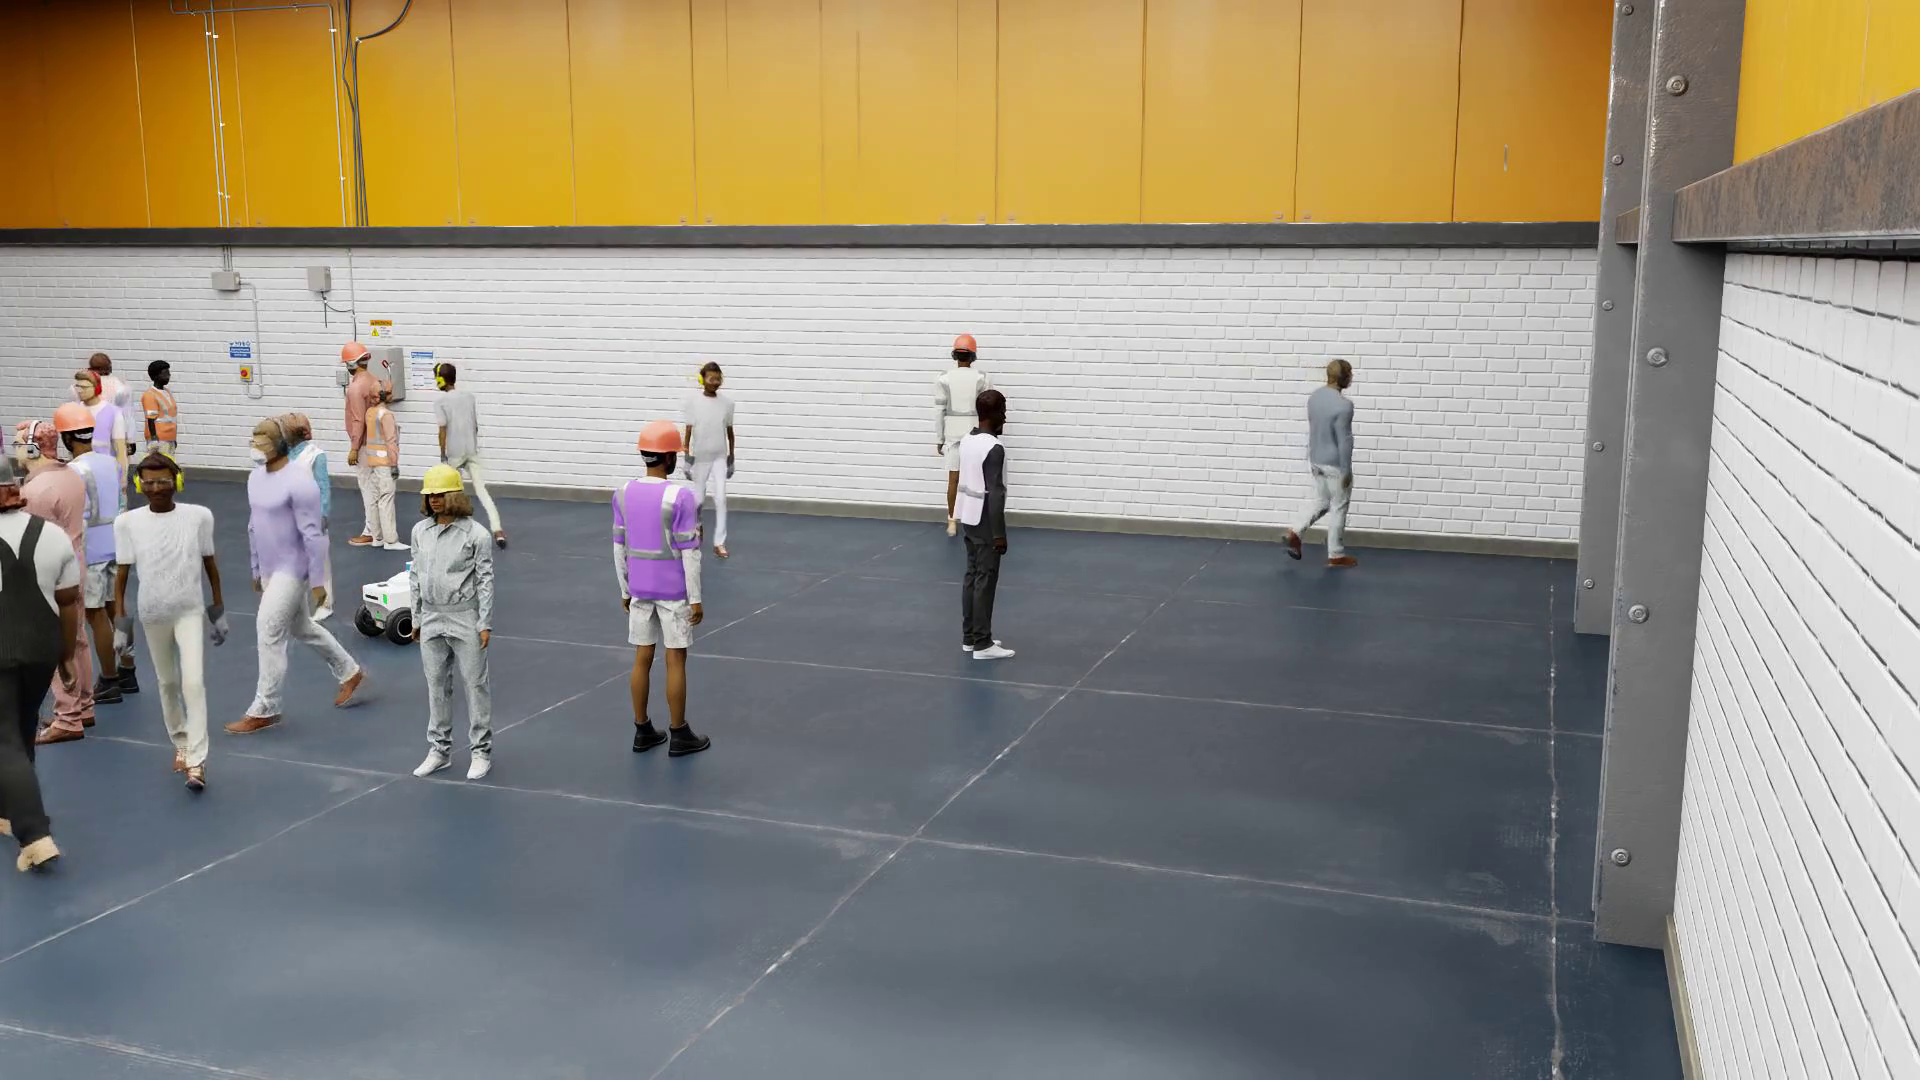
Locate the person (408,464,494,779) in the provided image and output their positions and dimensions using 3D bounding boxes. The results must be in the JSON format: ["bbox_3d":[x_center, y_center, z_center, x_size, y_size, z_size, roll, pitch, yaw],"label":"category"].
[{"bbox_3d":[-2.794,0.450,9.122,0.484,1.745,0.297,2,10,11],"label":"person"}]

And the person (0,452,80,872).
[{"bbox_3d":[-4.548,0.518,7.905,1.003,2.000,0.684,6,12,31],"label":"person"}]

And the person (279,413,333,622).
[{"bbox_3d":[-5.122,-0.180,12.972,0.515,1.636,0.315,4,11,23],"label":"person"}]

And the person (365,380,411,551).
[{"bbox_3d":[-5.538,-0.717,15.982,0.314,1.641,0.515,-8,13,-40],"label":"person"}]

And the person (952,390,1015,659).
[{"bbox_3d":[0.163,-0.112,11.823,0.398,1.911,0.587,-4,11,-20],"label":"person"}]

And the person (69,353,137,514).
[{"bbox_3d":[-9.016,-1.069,17.535,0.629,1.802,0.961,-4,11,-21],"label":"person"}]

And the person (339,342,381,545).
[{"bbox_3d":[-5.828,-0.939,16.266,0.393,1.985,0.611,0,10,2],"label":"person"}]

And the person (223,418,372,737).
[{"bbox_3d":[-4.078,0.186,10.184,0.637,1.906,0.981,8,13,40],"label":"person"}]

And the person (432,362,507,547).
[{"bbox_3d":[-4.783,-0.810,16.071,0.892,1.816,0.530,9,13,40],"label":"person"}]

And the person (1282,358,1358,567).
[{"bbox_3d":[3.304,-0.685,15.022,0.621,1.919,0.640,-4,11,-21],"label":"person"}]

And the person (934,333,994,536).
[{"bbox_3d":[0.050,-1.046,16.703,0.608,2.044,0.371,1,10,5],"label":"person"}]

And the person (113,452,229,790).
[{"bbox_3d":[-4.269,0.438,8.974,0.560,1.817,0.964,-4,11,-20],"label":"person"}]

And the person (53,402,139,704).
[{"bbox_3d":[-5.555,0.088,10.624,0.375,1.932,0.549,0,10,2],"label":"person"}]

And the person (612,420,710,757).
[{"bbox_3d":[-1.706,0.276,9.554,0.553,1.935,0.362,5,11,25],"label":"person"}]

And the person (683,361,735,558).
[{"bbox_3d":[-2.386,-0.778,15.758,0.525,1.848,0.738,-3,11,-17],"label":"person"}]

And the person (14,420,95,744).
[{"bbox_3d":[-5.384,0.243,9.831,0.410,1.909,0.643,-2,10,-12],"label":"person"}]

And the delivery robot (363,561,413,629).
[{"bbox_3d":[-4.086,0.404,12.466,0.477,0.478,0.707,8,13,40],"label":"delivery robot"}]

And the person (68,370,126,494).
[{"bbox_3d":[-7.659,-0.593,14.738,0.610,1.829,0.451,2,10,9],"label":"person"}]

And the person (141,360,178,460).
[{"bbox_3d":[-8.597,-1.091,17.927,0.317,1.697,0.540,-1,10,-3],"label":"person"}]
